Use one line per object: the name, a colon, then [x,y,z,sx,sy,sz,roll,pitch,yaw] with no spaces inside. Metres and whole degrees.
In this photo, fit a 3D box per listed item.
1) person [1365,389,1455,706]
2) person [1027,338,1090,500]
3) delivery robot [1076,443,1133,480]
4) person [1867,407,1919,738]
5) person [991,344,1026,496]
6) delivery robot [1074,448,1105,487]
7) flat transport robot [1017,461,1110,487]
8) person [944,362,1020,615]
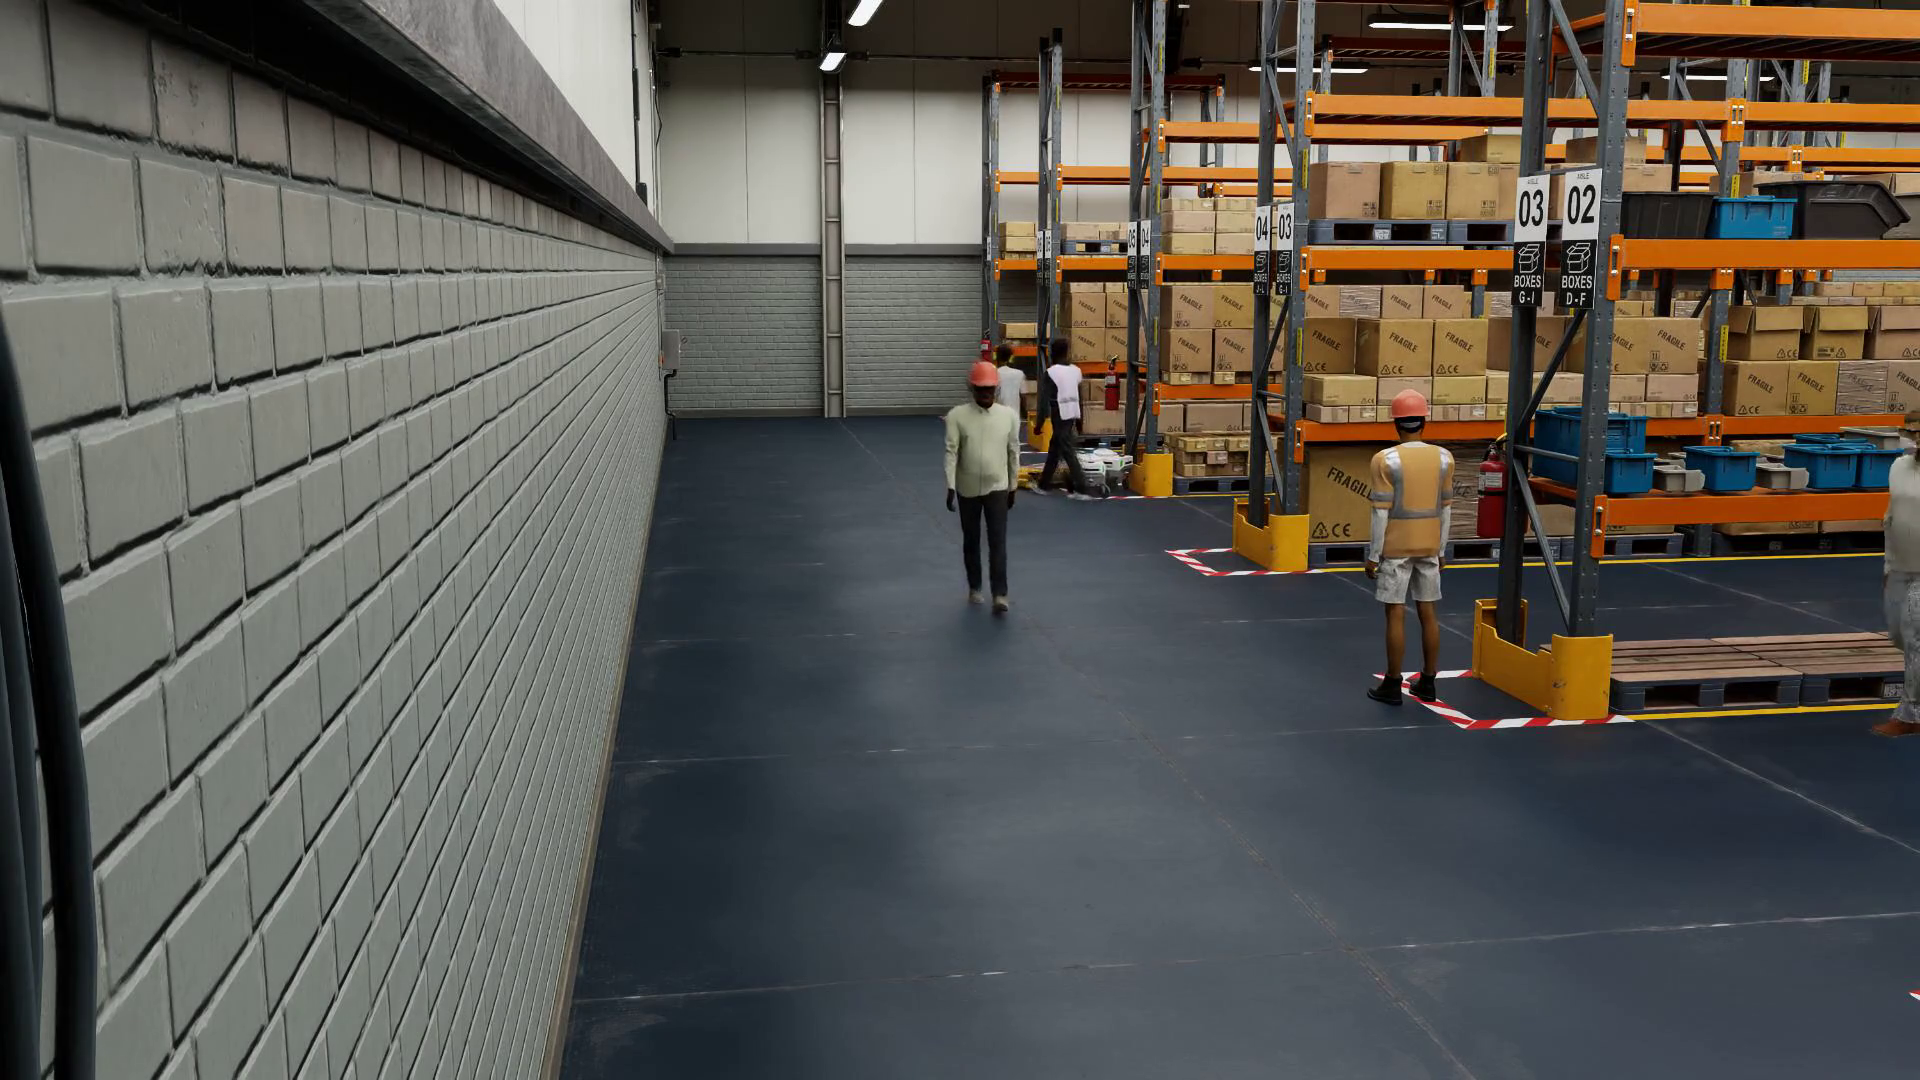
person: [2.730,0.048,10.182,0.546,1.934,0.376,-2,9,-14]
person: [1.170,-1.407,19.396,0.956,1.873,0.593,7,12,37]
delivery robot: [1.730,-0.931,20.170,0.707,0.478,0.477,5,11,31]
person: [5.570,0.181,9.457,0.715,1.918,0.635,-1,9,-7]
person: [0.504,-1.329,19.037,0.531,1.818,0.593,-3,10,-19]
delivery robot: [1.524,-0.839,19.603,0.477,0.478,0.707,0,9,1]
flat transport robot: [1.180,-0.828,20.697,0.652,0.197,1.431,9,13,44]
person: [0.176,-0.406,12.939,0.612,1.937,1.031,0,9,-3]
